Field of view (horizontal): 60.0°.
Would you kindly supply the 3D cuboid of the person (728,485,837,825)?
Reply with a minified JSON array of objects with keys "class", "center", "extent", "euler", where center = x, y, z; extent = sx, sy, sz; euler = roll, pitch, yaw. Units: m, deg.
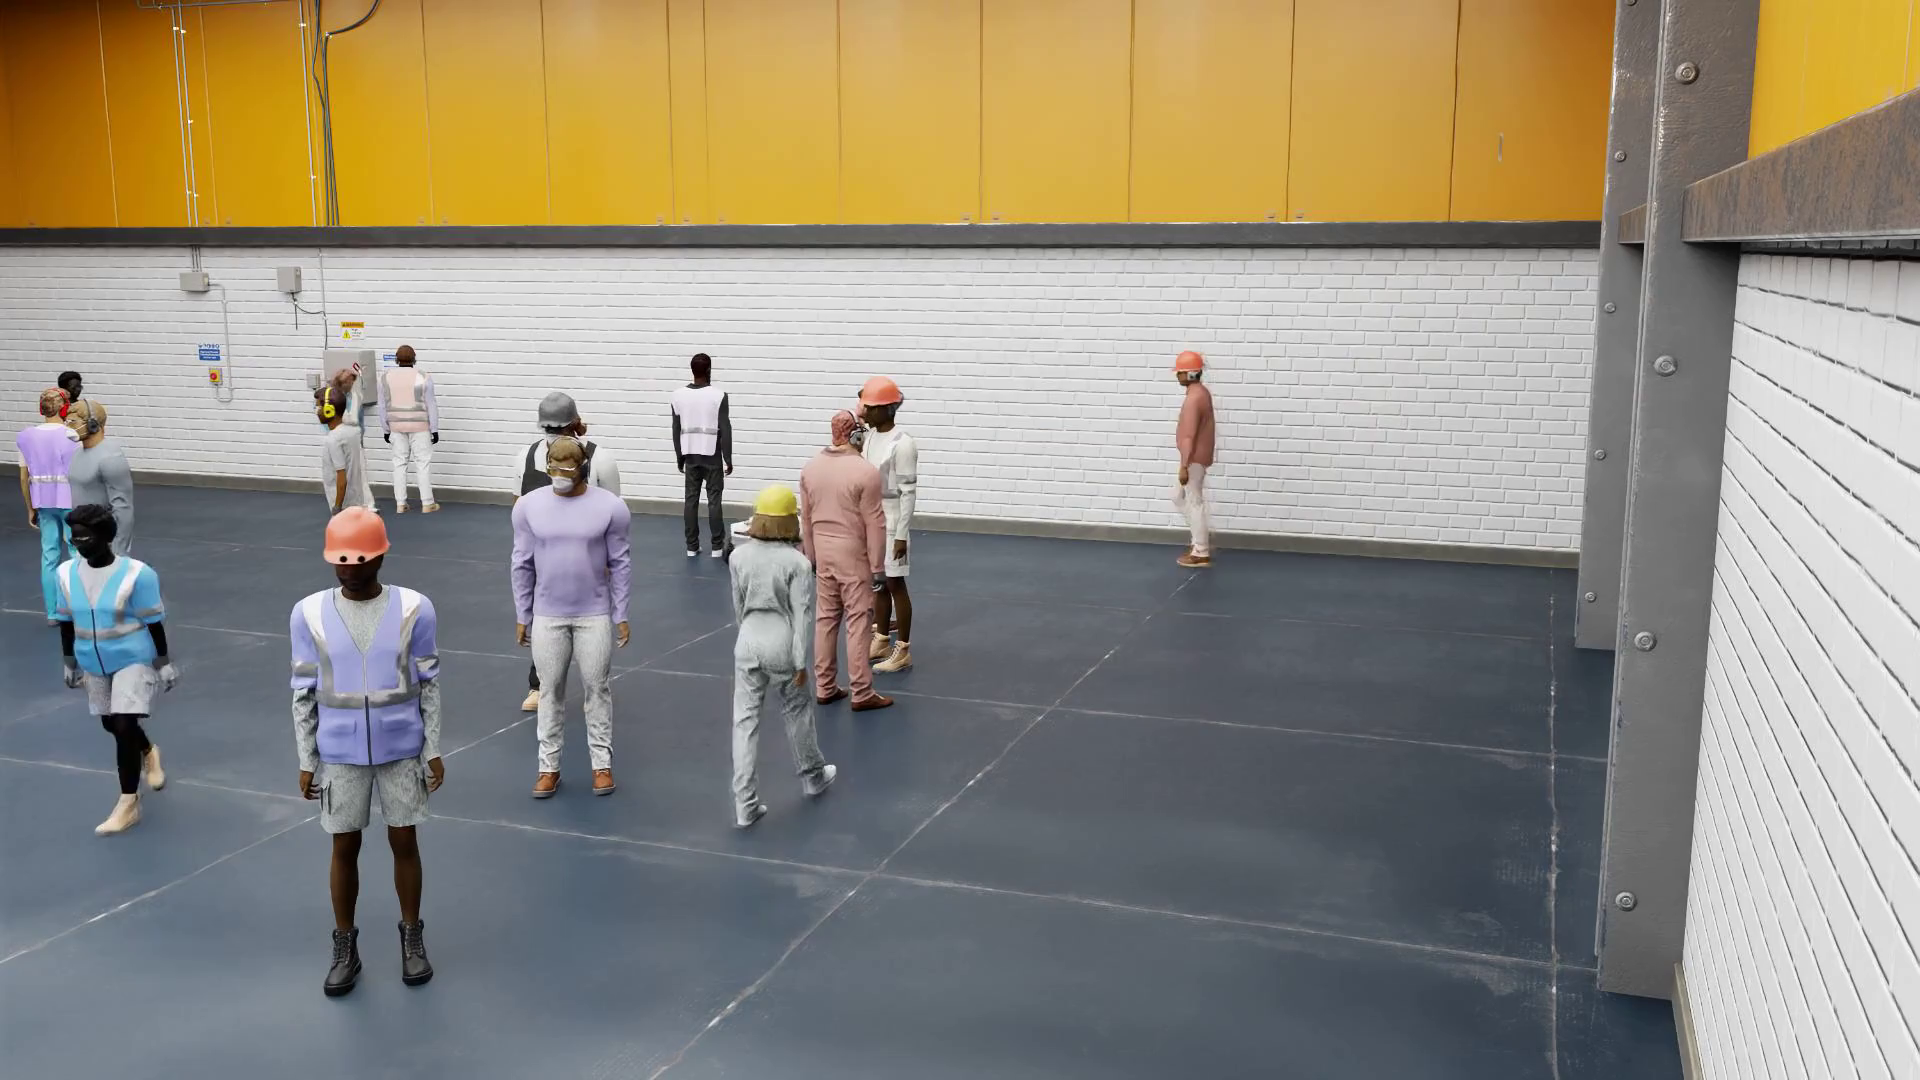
[{"class":"person","center":[-0.931,0.558,8.605],"extent":[0.499,1.704,0.869],"euler":[4,11,19]}]

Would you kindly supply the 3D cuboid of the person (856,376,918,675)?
[{"class":"person","center":[-0.528,-0.103,11.394],"extent":[0.376,2.043,0.605],"euler":[-6,12,-32]}]

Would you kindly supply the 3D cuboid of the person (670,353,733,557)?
[{"class":"person","center":[-2.416,-0.790,15.618],"extent":[0.592,1.917,0.392],"euler":[3,10,14]}]

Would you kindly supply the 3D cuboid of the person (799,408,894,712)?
[{"class":"person","center":[-0.699,0.122,10.512],"extent":[0.644,1.907,0.400],"euler":[8,13,38]}]

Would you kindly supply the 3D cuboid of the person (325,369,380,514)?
[{"class":"person","center":[-6.575,-1.034,17.886],"extent":[0.770,1.602,0.516],"euler":[9,13,40]}]

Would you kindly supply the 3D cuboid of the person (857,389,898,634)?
[{"class":"person","center":[-0.620,-0.224,12.564],"extent":[0.310,1.868,0.532],"euler":[-2,10,-12]}]

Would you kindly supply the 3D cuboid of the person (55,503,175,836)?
[{"class":"person","center":[-4.277,0.601,8.520],"extent":[0.564,1.657,0.794],"euler":[1,10,5]}]

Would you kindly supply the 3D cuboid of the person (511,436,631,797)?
[{"class":"person","center":[-2.055,0.405,8.841],"extent":[0.627,1.934,0.370],"euler":[-1,10,-8]}]

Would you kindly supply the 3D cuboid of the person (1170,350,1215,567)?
[{"class":"person","center":[2.106,-0.730,15.101],"extent":[0.471,1.975,0.640],"euler":[3,11,17]}]

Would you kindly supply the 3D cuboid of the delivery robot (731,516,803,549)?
[{"class":"delivery robot","center":[-1.758,-0.083,15.191],"extent":[0.477,0.478,0.707],"euler":[7,13,35]}]

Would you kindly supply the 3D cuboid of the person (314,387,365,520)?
[{"class":"person","center":[-4.673,-0.225,12.582],"extent":[0.309,1.864,0.535],"euler":[-1,10,-7]}]

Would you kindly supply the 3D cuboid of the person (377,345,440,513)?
[{"class":"person","center":[-6.004,-1.210,18.187],"extent":[0.633,1.845,0.429],"euler":[0,10,0]}]

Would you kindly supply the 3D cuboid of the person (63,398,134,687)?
[{"class":"person","center":[-5.611,0.040,10.877],"extent":[0.637,1.938,0.357],"euler":[9,13,41]}]

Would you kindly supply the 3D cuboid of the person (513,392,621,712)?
[{"class":"person","center":[-2.485,0.073,10.410],"extent":[0.676,2.000,0.536],"euler":[1,10,3]}]

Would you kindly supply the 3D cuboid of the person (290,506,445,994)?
[{"class":"person","center":[-2.305,0.819,6.505],"extent":[0.551,1.932,0.377],"euler":[-3,11,-17]}]

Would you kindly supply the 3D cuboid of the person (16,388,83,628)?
[{"class":"person","center":[-6.855,-0.237,12.702],"extent":[0.571,1.845,0.382],"euler":[0,10,0]}]

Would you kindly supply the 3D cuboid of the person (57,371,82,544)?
[{"class":"person","center":[-8.704,-0.817,16.383],"extent":[0.318,1.699,0.533],"euler":[6,12,29]}]
